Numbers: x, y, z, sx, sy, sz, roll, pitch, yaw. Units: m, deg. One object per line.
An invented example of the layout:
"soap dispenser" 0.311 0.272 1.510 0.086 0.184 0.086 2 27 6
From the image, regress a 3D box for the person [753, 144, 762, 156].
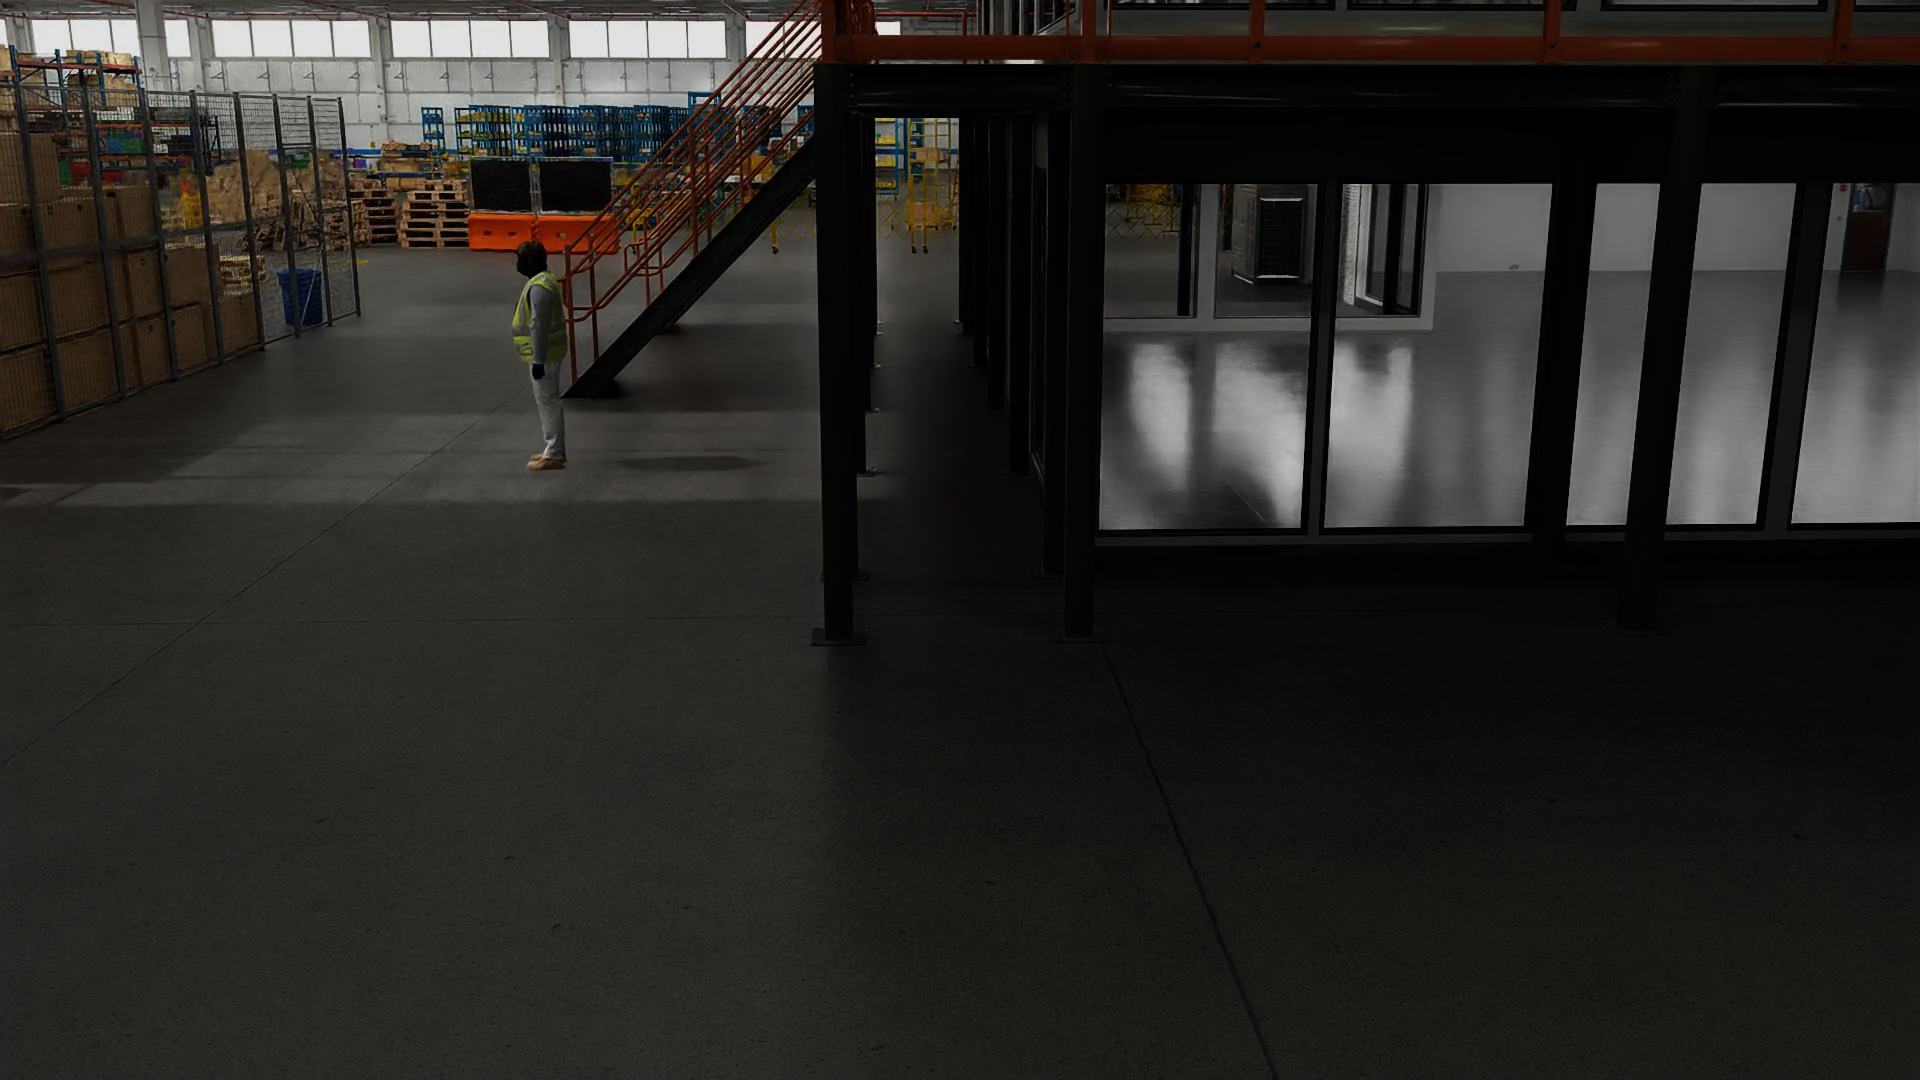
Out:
"person" -8.916 -16.774 74.402 0.862 1.873 0.680 2 14 9

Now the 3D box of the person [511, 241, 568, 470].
"person" -3.374 -1.480 13.386 0.431 1.836 0.619 -3 14 -12

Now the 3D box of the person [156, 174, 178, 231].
"person" -14.942 -5.952 31.278 0.990 1.831 0.533 8 16 30

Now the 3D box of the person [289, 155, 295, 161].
"person" -23.971 -13.027 59.887 0.534 1.647 0.826 1 14 5

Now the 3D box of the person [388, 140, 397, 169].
"person" -27.999 -18.762 82.163 0.633 1.981 0.433 12 18 39

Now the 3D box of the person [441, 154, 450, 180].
"person" -17.147 -12.011 55.593 0.299 1.772 0.533 -2 14 -10

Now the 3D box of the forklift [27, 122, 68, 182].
"forklift" -35.376 -14.773 64.377 1.129 2.768 1.873 -1 14 -2
